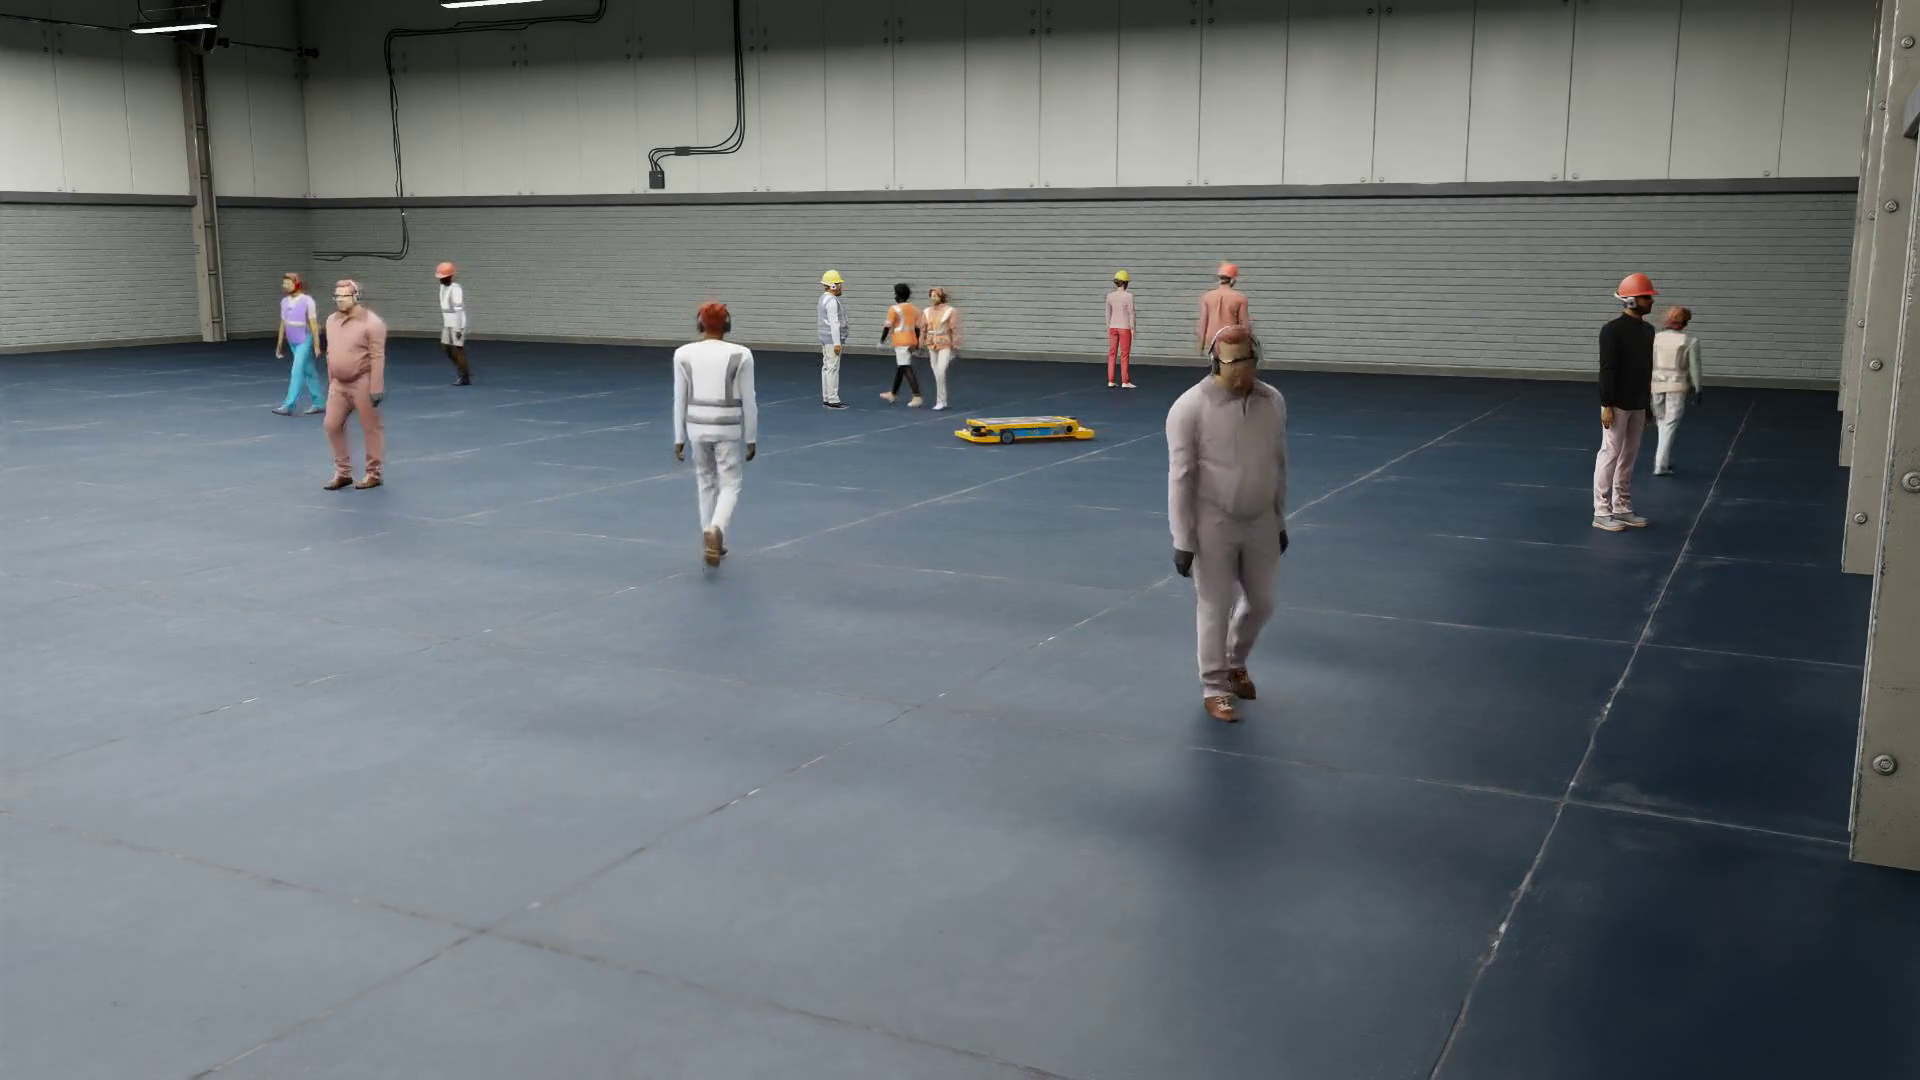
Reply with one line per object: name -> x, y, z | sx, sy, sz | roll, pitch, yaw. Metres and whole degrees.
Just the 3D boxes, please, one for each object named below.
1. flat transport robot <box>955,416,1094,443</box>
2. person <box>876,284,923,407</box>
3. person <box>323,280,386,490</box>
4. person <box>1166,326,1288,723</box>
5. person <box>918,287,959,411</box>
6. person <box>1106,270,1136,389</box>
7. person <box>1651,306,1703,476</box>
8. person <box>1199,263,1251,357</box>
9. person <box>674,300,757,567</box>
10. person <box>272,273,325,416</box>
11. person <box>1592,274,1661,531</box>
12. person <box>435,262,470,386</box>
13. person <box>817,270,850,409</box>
flat transport robot -> 0.720, -1.254, 18.706 | 1.431, 0.197, 0.652 | -3, 11, -19
person -> -0.785, -2.621, 22.403 | 0.900, 1.639, 0.535 | 8, 13, 37
person -> -5.506, -1.377, 14.953 | 0.673, 1.887, 0.657 | 4, 11, 19
person -> 1.251, -0.082, 7.971 | 0.681, 1.878, 0.594 | -4, 11, -23
person -> -0.320, -2.489, 21.741 | 0.551, 1.615, 0.627 | 7, 12, 32
person -> 2.427, -3.164, 25.039 | 0.524, 1.772, 0.311 | 9, 14, 41
person -> 6.901, -1.431, 16.014 | 0.722, 1.610, 0.535 | -8, 13, -37
person -> 3.398, -2.571, 21.359 | 0.639, 1.941, 1.037 | 7, 12, 32
person -> -1.706, -0.721, 11.500 | 0.584, 1.863, 0.758 | 1, 10, 7
person -> -8.501, -2.471, 21.139 | 0.581, 1.802, 0.931 | 7, 12, 32
person -> 5.224, -1.076, 13.031 | 0.613, 1.997, 0.374 | -7, 13, -35
person -> -7.731, -3.266, 25.285 | 0.589, 1.883, 0.580 | 10, 14, 43
person -> -1.677, -2.648, 22.043 | 0.403, 1.837, 0.591 | -3, 11, -18
